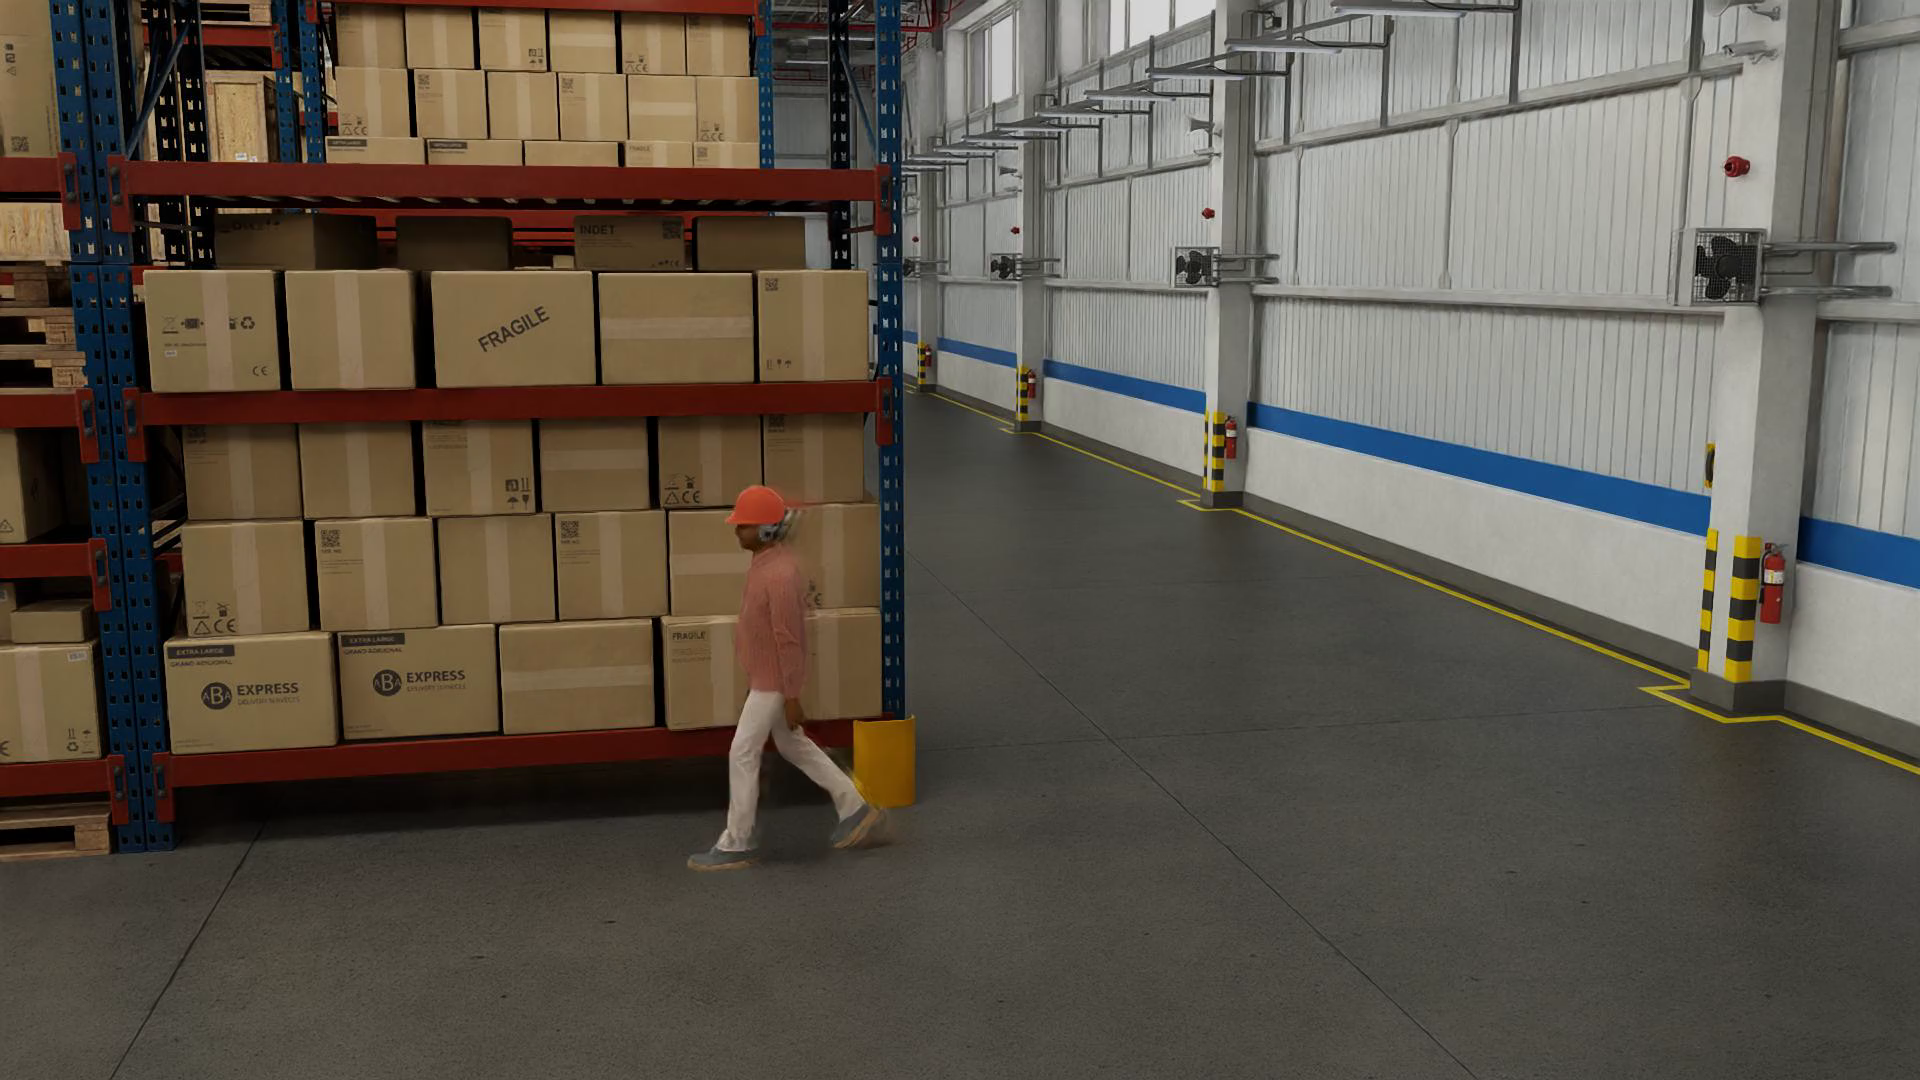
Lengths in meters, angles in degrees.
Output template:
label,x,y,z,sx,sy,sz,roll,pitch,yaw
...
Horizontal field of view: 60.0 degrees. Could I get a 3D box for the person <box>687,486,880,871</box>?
label,x,y,z,sx,sy,sz,roll,pitch,yaw
person,-0.879,0.685,8.445,0.971,1.965,0.637,-2,10,-13
